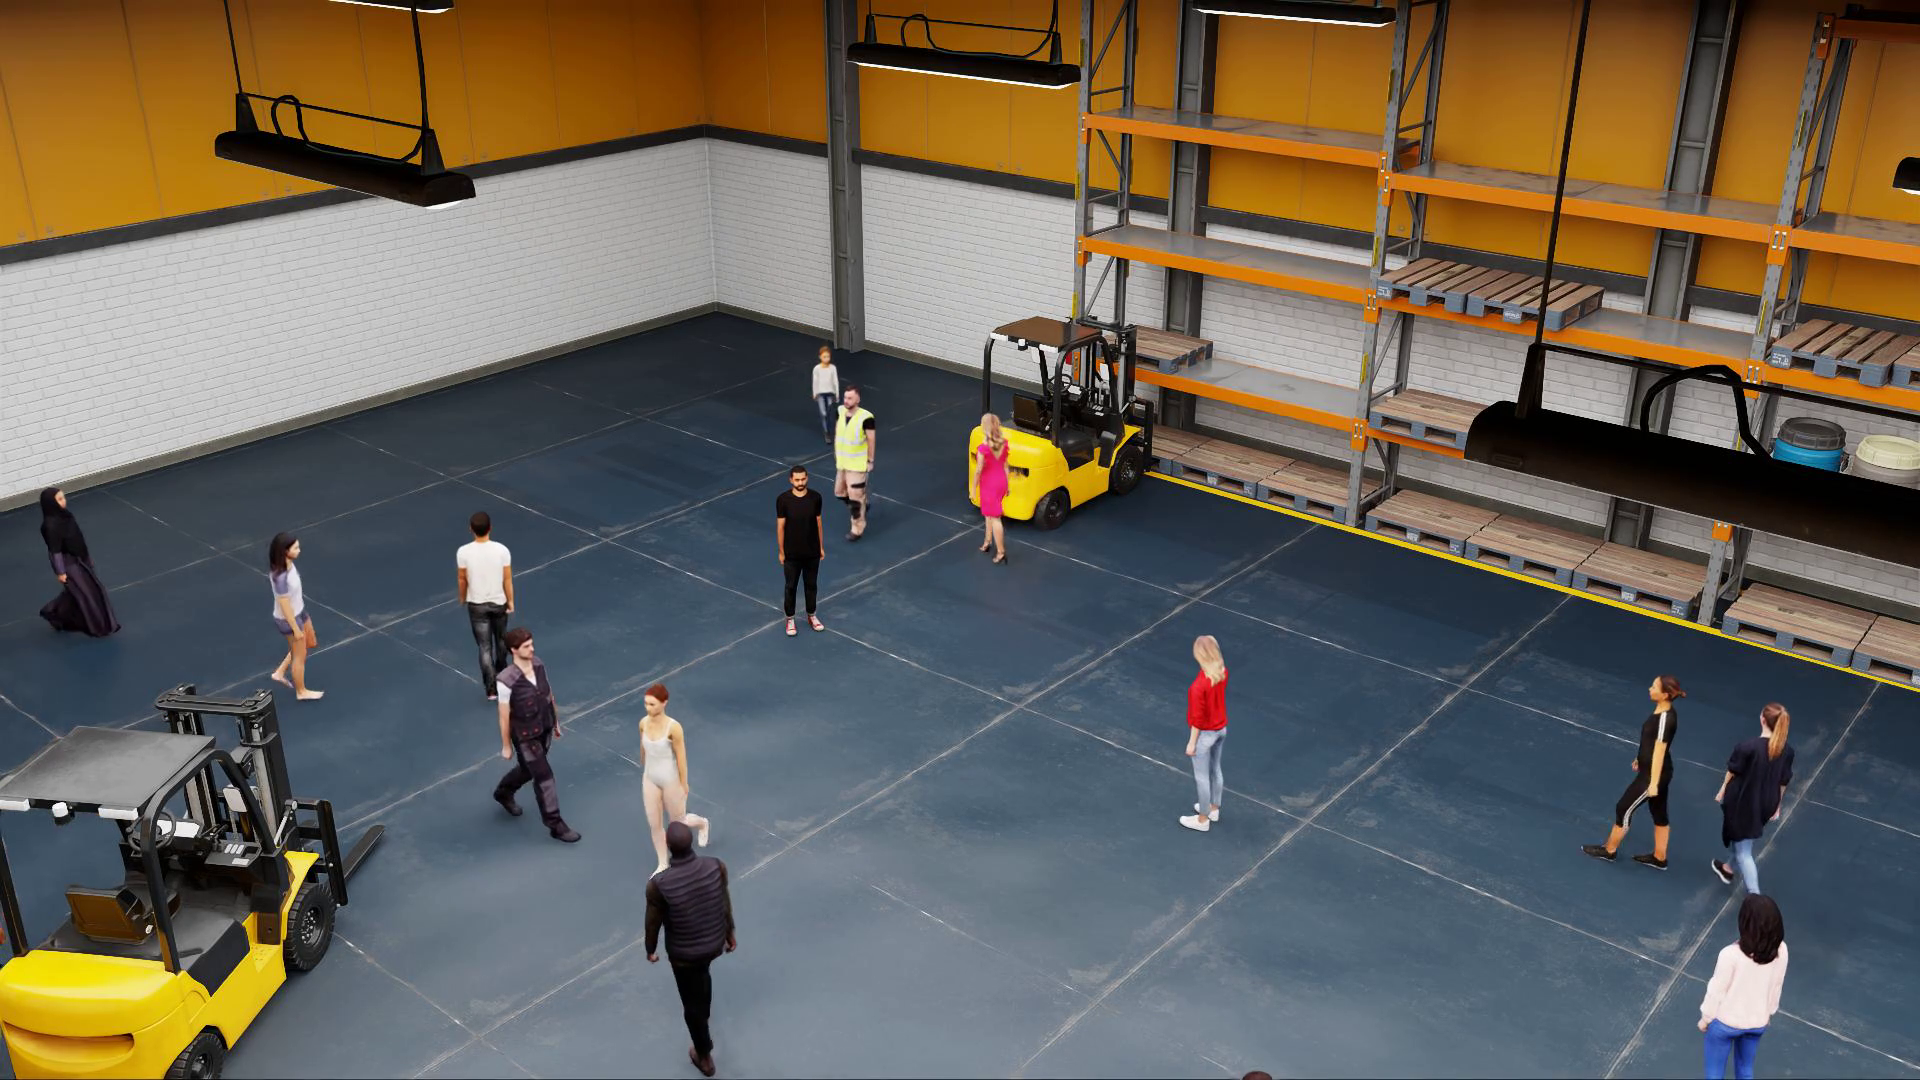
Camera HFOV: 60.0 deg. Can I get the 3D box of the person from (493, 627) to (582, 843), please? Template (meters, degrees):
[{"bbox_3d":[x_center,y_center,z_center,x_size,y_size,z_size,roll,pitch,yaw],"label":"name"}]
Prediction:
[{"bbox_3d":[-3.494,1.523,13.238,1.232,1.815,0.852,11,26,23],"label":"person"}]

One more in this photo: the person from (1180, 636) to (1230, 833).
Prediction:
[{"bbox_3d":[1.985,1.545,13.322,0.494,1.707,0.608,19,30,36],"label":"person"}]

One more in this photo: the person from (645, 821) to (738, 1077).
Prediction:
[{"bbox_3d":[-1.673,2.649,10.660,0.844,1.816,0.881,-13,27,-27],"label":"person"}]

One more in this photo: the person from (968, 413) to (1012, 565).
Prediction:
[{"bbox_3d":[0.425,-0.528,18.059,0.696,1.711,0.612,22,32,40],"label":"person"}]

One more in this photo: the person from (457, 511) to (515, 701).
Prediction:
[{"bbox_3d":[-4.371,0.627,15.347,1.000,1.768,1.227,-9,25,-19],"label":"person"}]

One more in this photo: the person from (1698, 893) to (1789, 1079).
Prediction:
[{"bbox_3d":[4.722,2.921,10.098,0.722,1.768,0.772,-3,24,-7],"label":"person"}]

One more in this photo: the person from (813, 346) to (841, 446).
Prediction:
[{"bbox_3d":[-1.770,-1.912,21.760,0.785,1.284,0.956,-7,25,-16],"label":"person"}]

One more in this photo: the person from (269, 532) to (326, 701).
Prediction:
[{"bbox_3d":[-6.188,0.724,15.187,0.865,1.717,0.804,-6,24,-13],"label":"person"}]

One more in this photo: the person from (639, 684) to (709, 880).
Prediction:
[{"bbox_3d":[-2.226,1.818,12.791,0.854,1.631,0.756,10,26,23],"label":"person"}]

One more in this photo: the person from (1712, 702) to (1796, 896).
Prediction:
[{"bbox_3d":[5.899,2.023,12.299,1.087,1.651,1.155,-3,24,-6],"label":"person"}]

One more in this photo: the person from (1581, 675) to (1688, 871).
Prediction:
[{"bbox_3d":[5.419,1.814,12.781,0.926,1.647,0.723,12,26,25],"label":"person"}]

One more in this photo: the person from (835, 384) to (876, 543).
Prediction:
[{"bbox_3d":[-1.170,-0.910,18.783,0.798,1.831,0.773,17,29,33],"label":"person"}]

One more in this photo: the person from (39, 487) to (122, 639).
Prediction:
[{"bbox_3d":[-8.879,0.226,16.478,1.073,1.596,0.994,-1,24,-2],"label":"person"}]

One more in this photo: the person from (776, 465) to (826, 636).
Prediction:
[{"bbox_3d":[-1.592,0.080,16.609,0.722,1.758,0.733,-9,25,-20],"label":"person"}]
